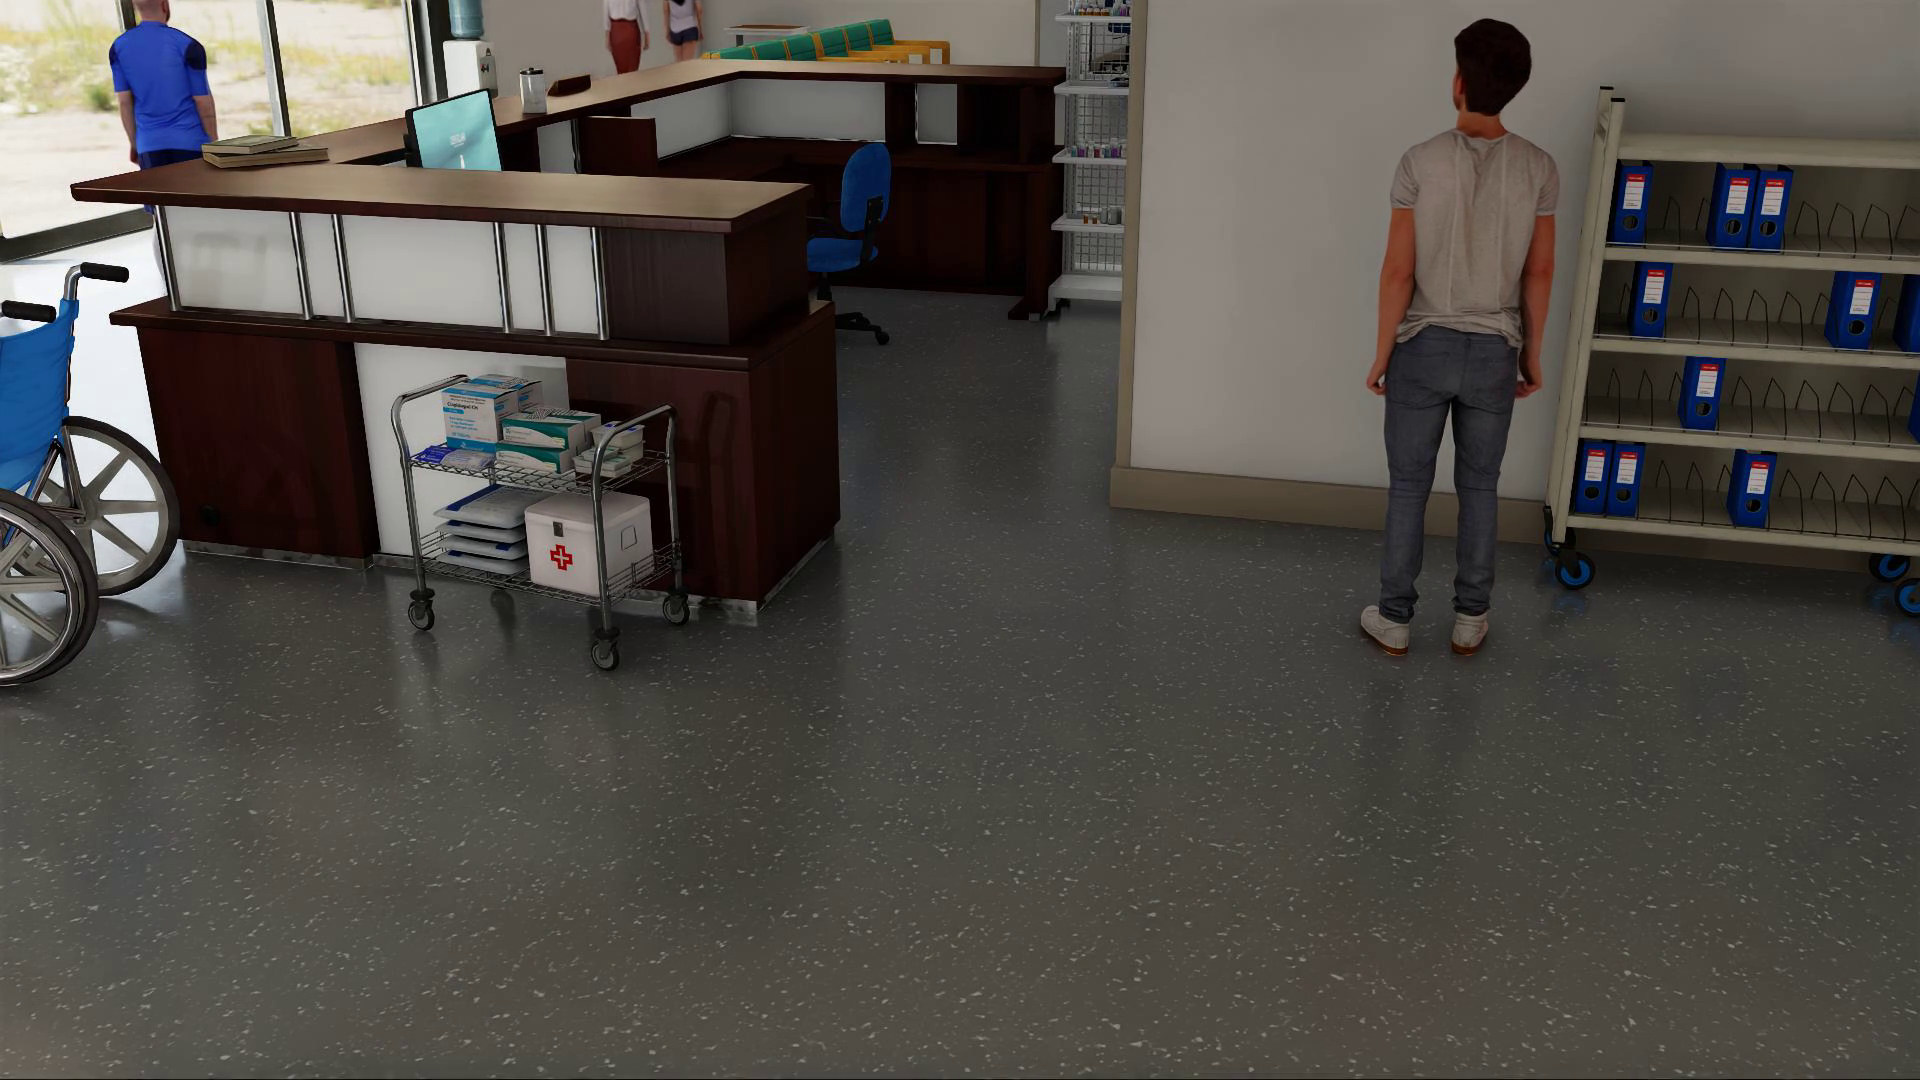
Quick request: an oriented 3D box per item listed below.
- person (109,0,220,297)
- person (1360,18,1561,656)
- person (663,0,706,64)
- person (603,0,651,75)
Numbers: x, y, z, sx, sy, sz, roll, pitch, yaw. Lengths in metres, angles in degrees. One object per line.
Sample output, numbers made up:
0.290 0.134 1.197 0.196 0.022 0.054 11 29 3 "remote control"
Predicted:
-4.423 -2.198 9.360 0.615 1.841 0.794 -1 21 -3 "person"
1.481 -0.568 4.974 0.555 1.901 0.767 2 21 4 "person"
-3.251 -5.915 19.432 1.089 1.658 0.802 2 21 5 "person"
-3.471 -5.128 17.272 1.134 1.717 0.932 -2 21 -4 "person"
